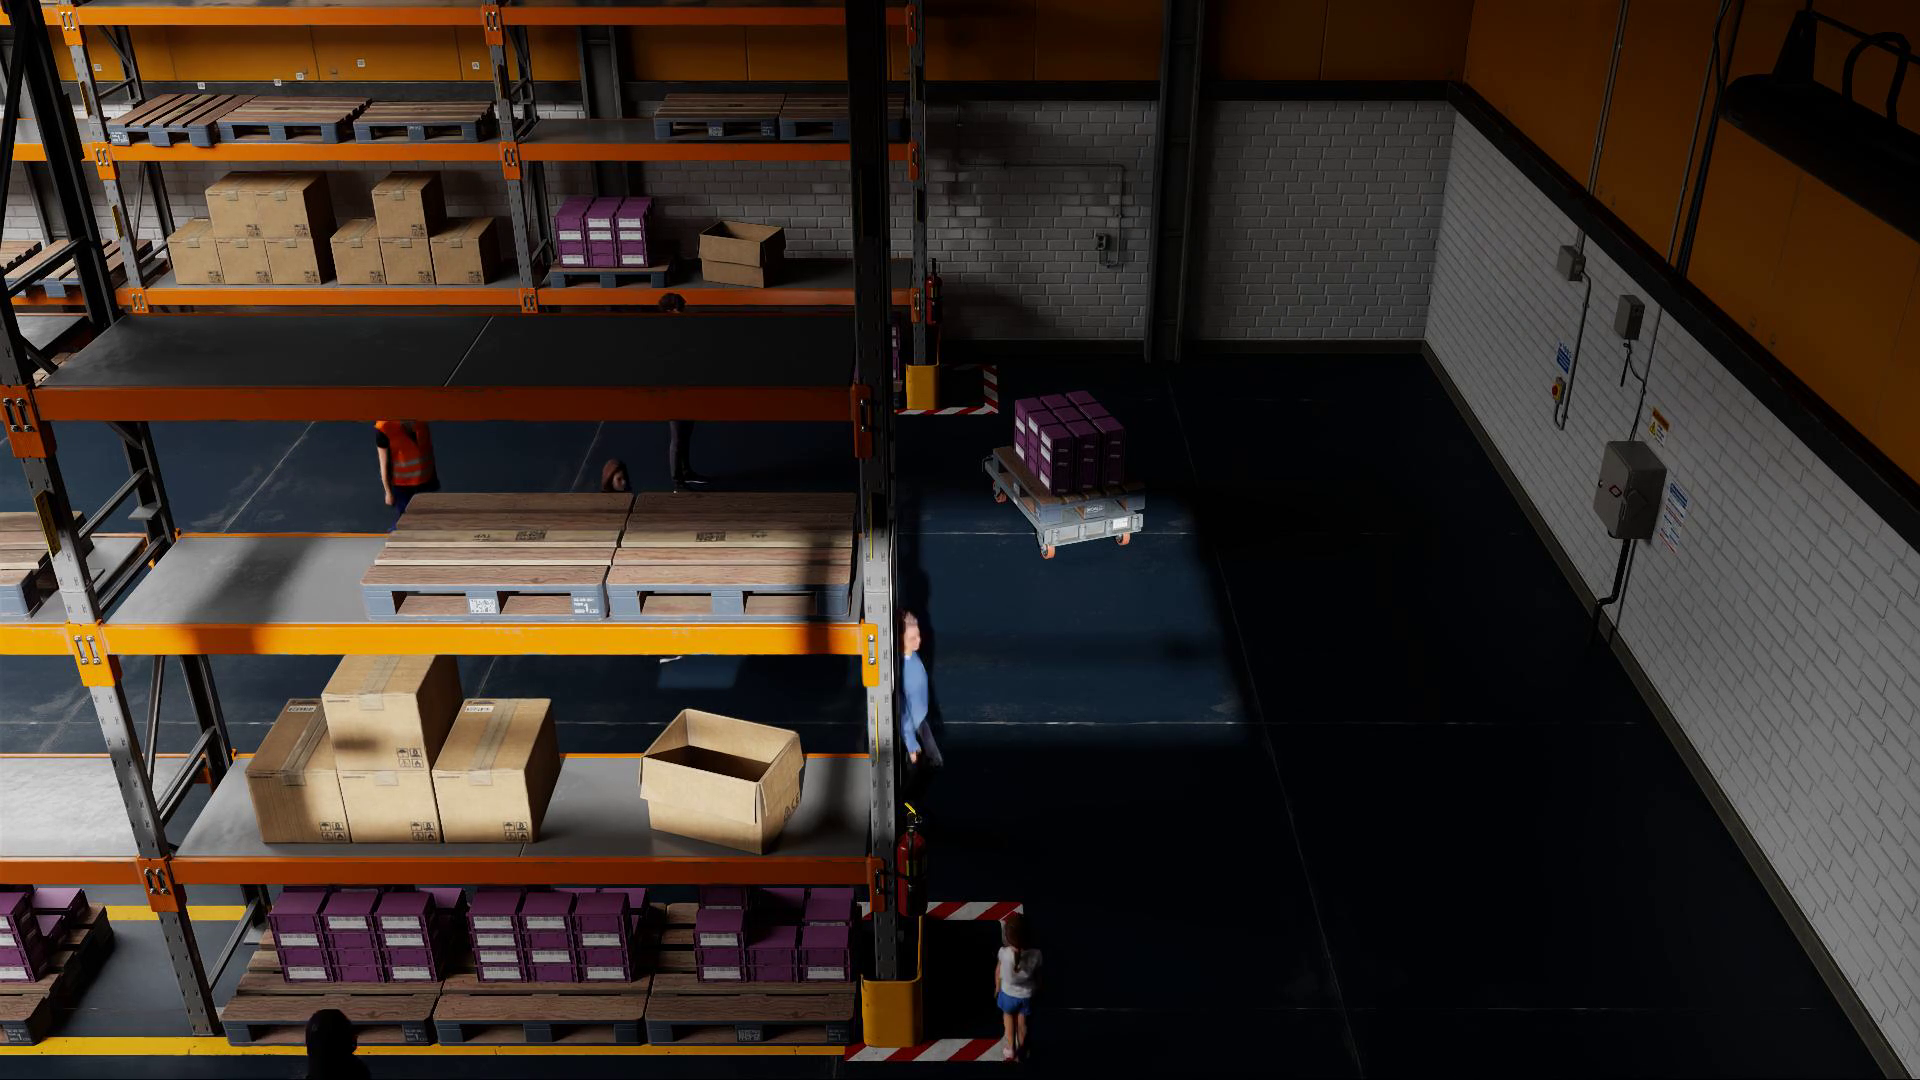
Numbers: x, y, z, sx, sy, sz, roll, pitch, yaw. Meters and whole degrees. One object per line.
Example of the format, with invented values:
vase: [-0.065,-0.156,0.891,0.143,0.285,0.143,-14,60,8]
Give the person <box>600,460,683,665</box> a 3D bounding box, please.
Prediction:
person: [-2.704,0.159,12.950,1.080,1.695,1.129,-25,37,-38]

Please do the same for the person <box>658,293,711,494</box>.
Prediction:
person: [-2.612,-1.366,15.469,0.582,1.959,0.643,4,29,6]

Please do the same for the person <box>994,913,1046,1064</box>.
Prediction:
person: [0.317,2.542,9.294,0.410,1.013,0.517,4,29,7]

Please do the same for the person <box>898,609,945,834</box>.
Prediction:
person: [-0.460,1.203,10.938,0.753,1.788,0.758,7,29,13]
